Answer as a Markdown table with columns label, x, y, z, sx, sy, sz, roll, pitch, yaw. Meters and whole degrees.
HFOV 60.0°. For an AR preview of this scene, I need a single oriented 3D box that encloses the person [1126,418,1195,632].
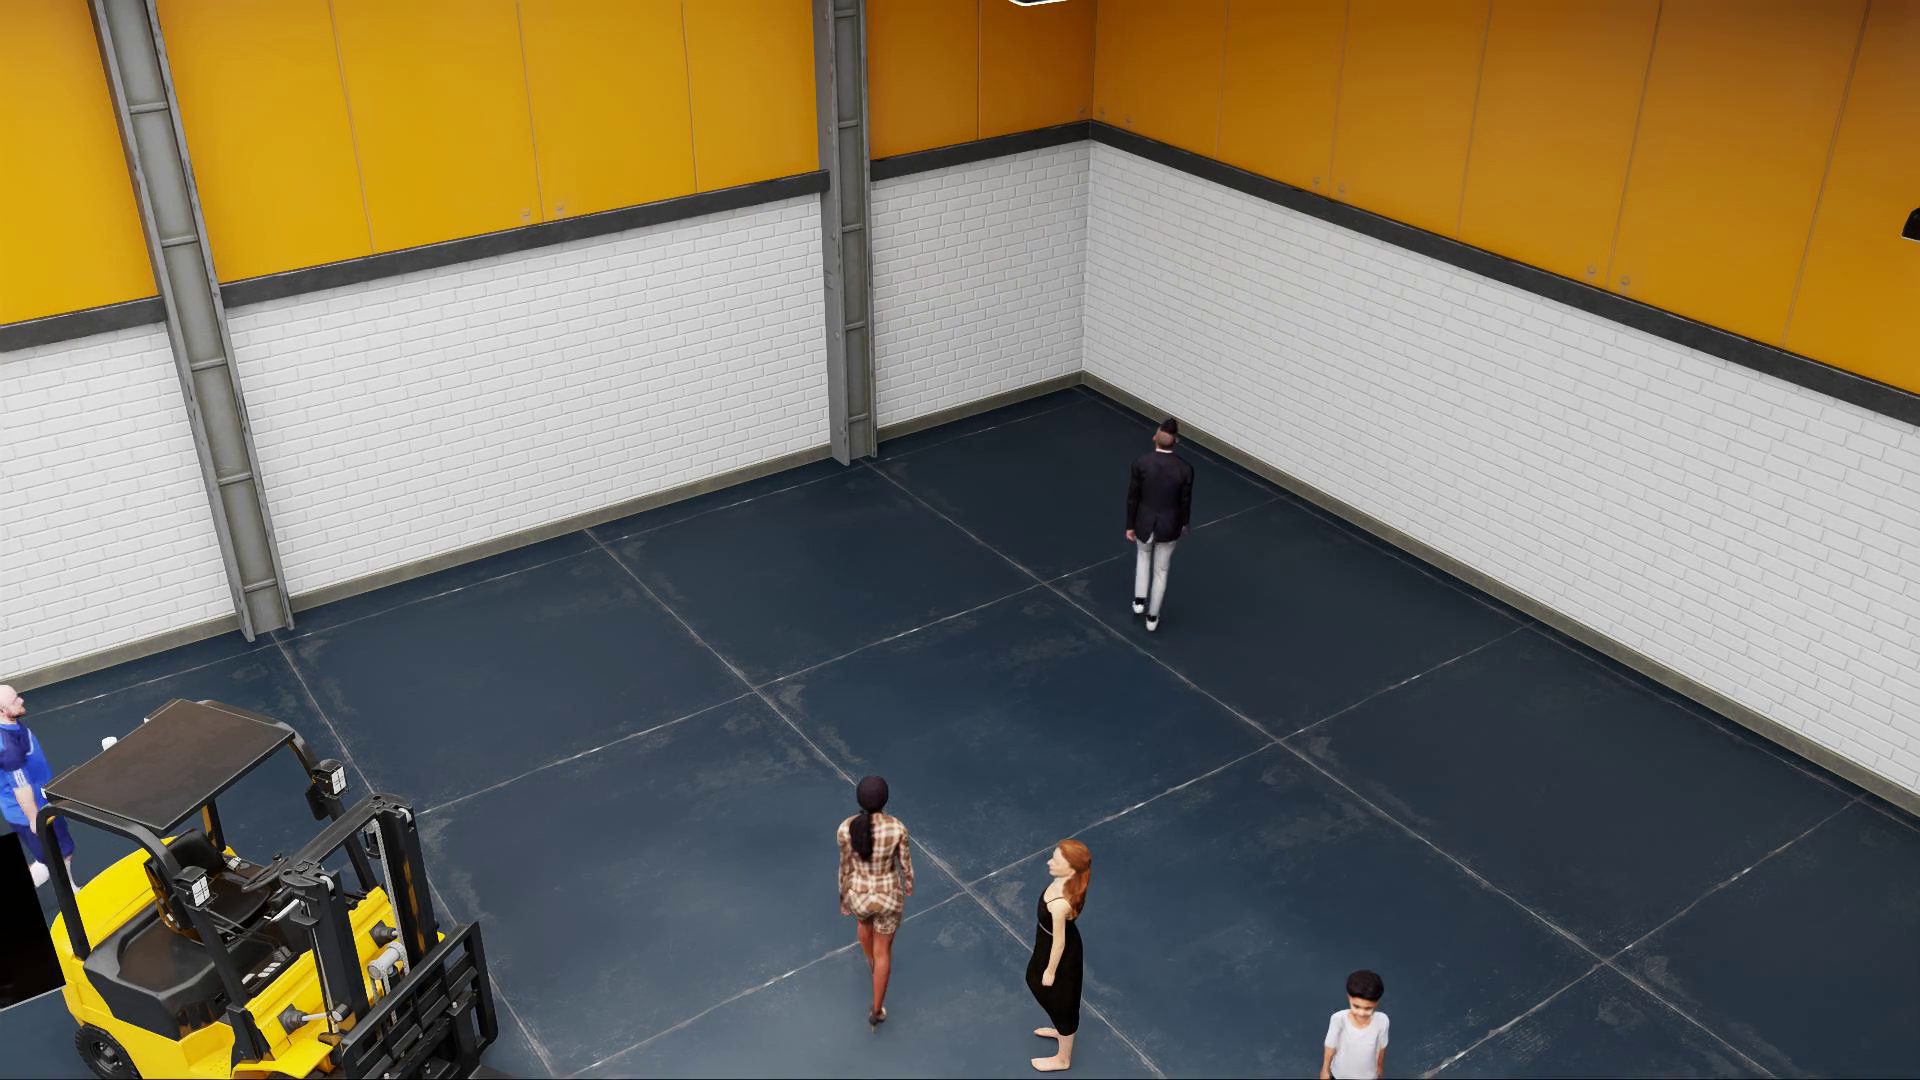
| label | x | y | z | sx | sy | sz | roll | pitch | yaw |
| --- | --- | --- | --- | --- | --- | --- | --- | --- | --- |
| person | 1.673 | -0.097 | 14.018 | 0.838 | 1.938 | 0.890 | 6 | 29 | 11 |

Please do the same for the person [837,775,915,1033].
| label | x | y | z | sx | sy | sz | roll | pitch | yaw |
| --- | --- | --- | --- | --- | --- | --- | --- | --- | --- |
| person | -0.516 | 2.221 | 9.943 | 0.910 | 1.770 | 0.954 | 4 | 29 | 7 |

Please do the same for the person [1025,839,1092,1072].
| label | x | y | z | sx | sy | sz | roll | pitch | yaw |
| --- | --- | --- | --- | --- | --- | --- | --- | --- | --- |
| person | 0.596 | 2.418 | 9.734 | 0.745 | 1.624 | 0.685 | 5 | 29 | 9 |

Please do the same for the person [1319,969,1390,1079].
| label | x | y | z | sx | sy | sz | roll | pitch | yaw |
| --- | --- | --- | --- | --- | --- | --- | --- | --- | --- |
| person | 2.205 | 2.872 | 9.299 | 0.721 | 1.244 | 0.792 | 6 | 29 | 11 |

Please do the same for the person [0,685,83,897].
| label | x | y | z | sx | sy | sz | roll | pitch | yaw |
| --- | --- | --- | --- | --- | --- | --- | --- | --- | --- |
| person | -6.093 | 1.740 | 10.765 | 0.891 | 1.828 | 0.678 | -17 | 33 | -29 |
